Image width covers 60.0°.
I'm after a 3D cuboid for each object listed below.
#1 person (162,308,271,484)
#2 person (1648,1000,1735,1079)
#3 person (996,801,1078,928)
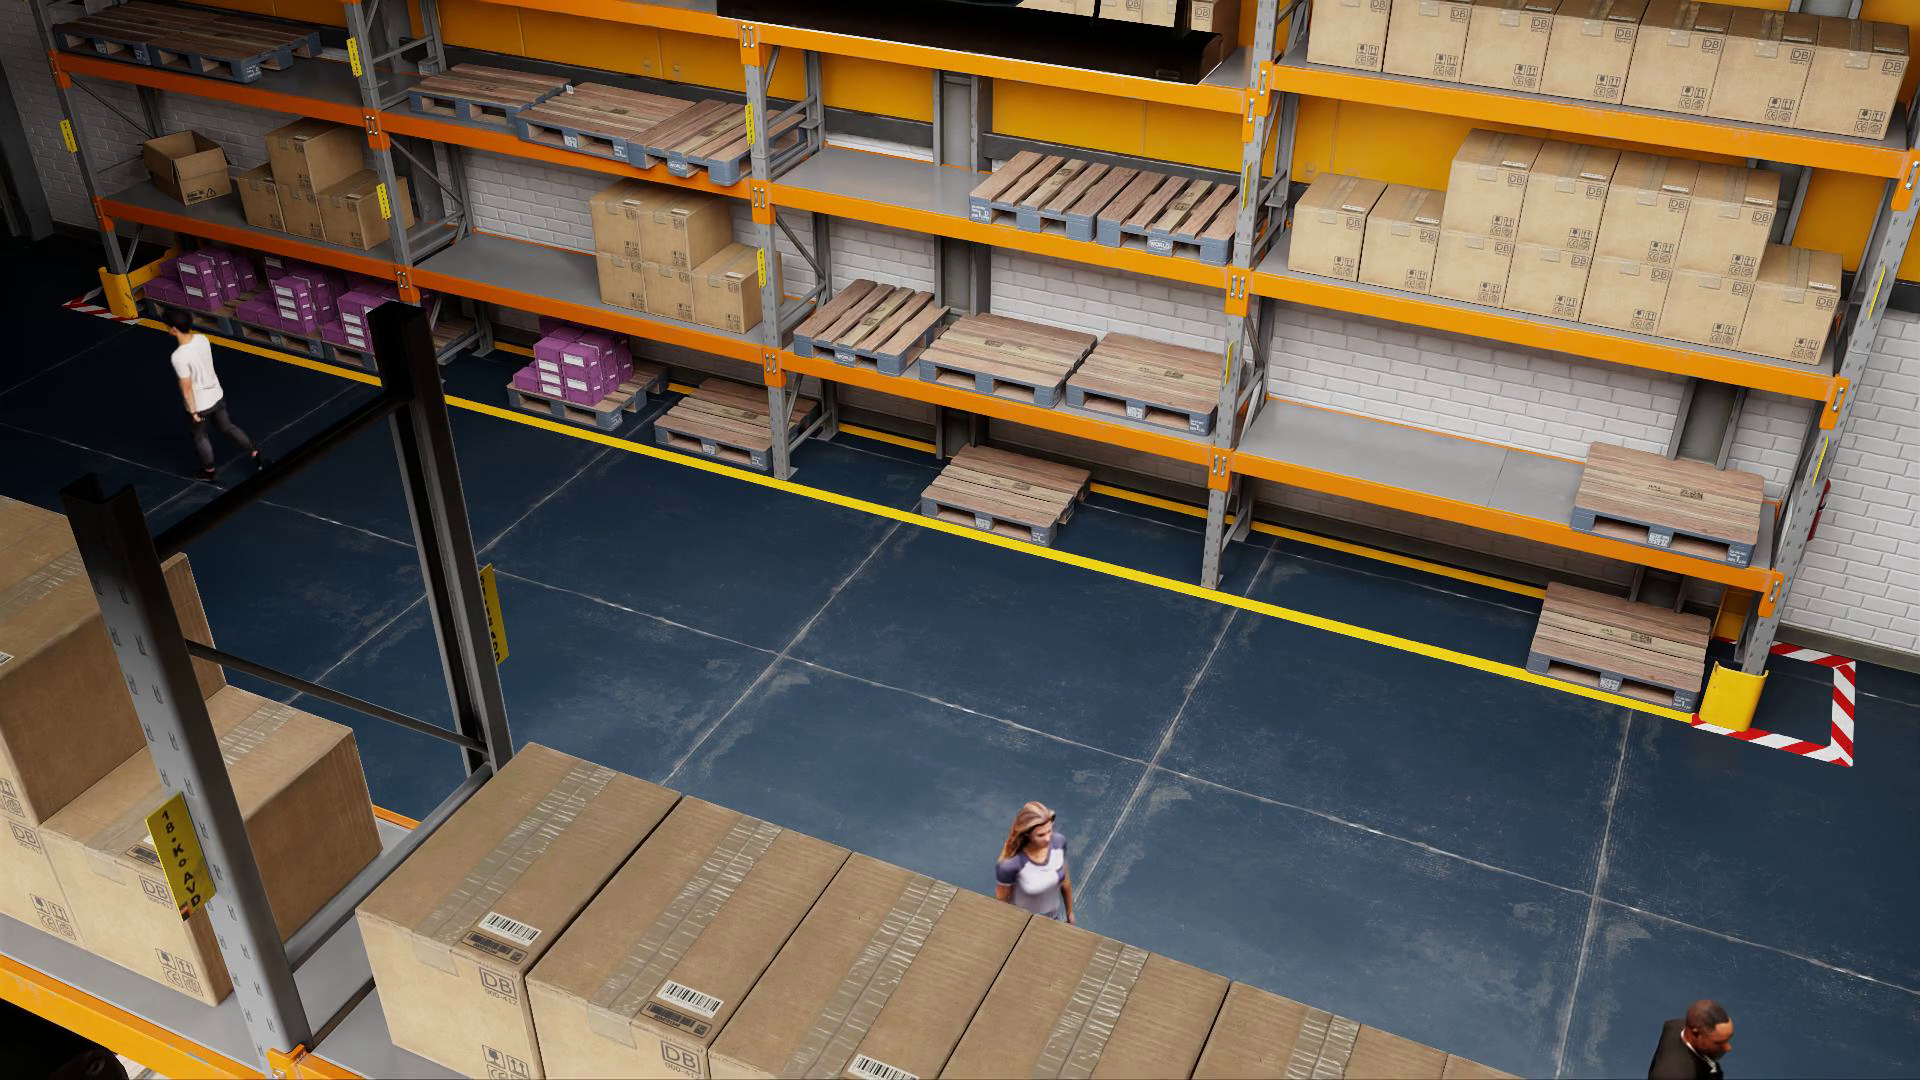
[{"bbox_3d":[-6.486,-1.231,14.396,1.047,1.704,0.735,8,34,12],"label":"person"},{"bbox_3d":[3.361,2.894,8.009,0.589,1.904,0.677,14,36,19],"label":"person"},{"bbox_3d":[0.349,2.085,9.397,0.818,1.716,0.909,-21,39,-29],"label":"person"}]
